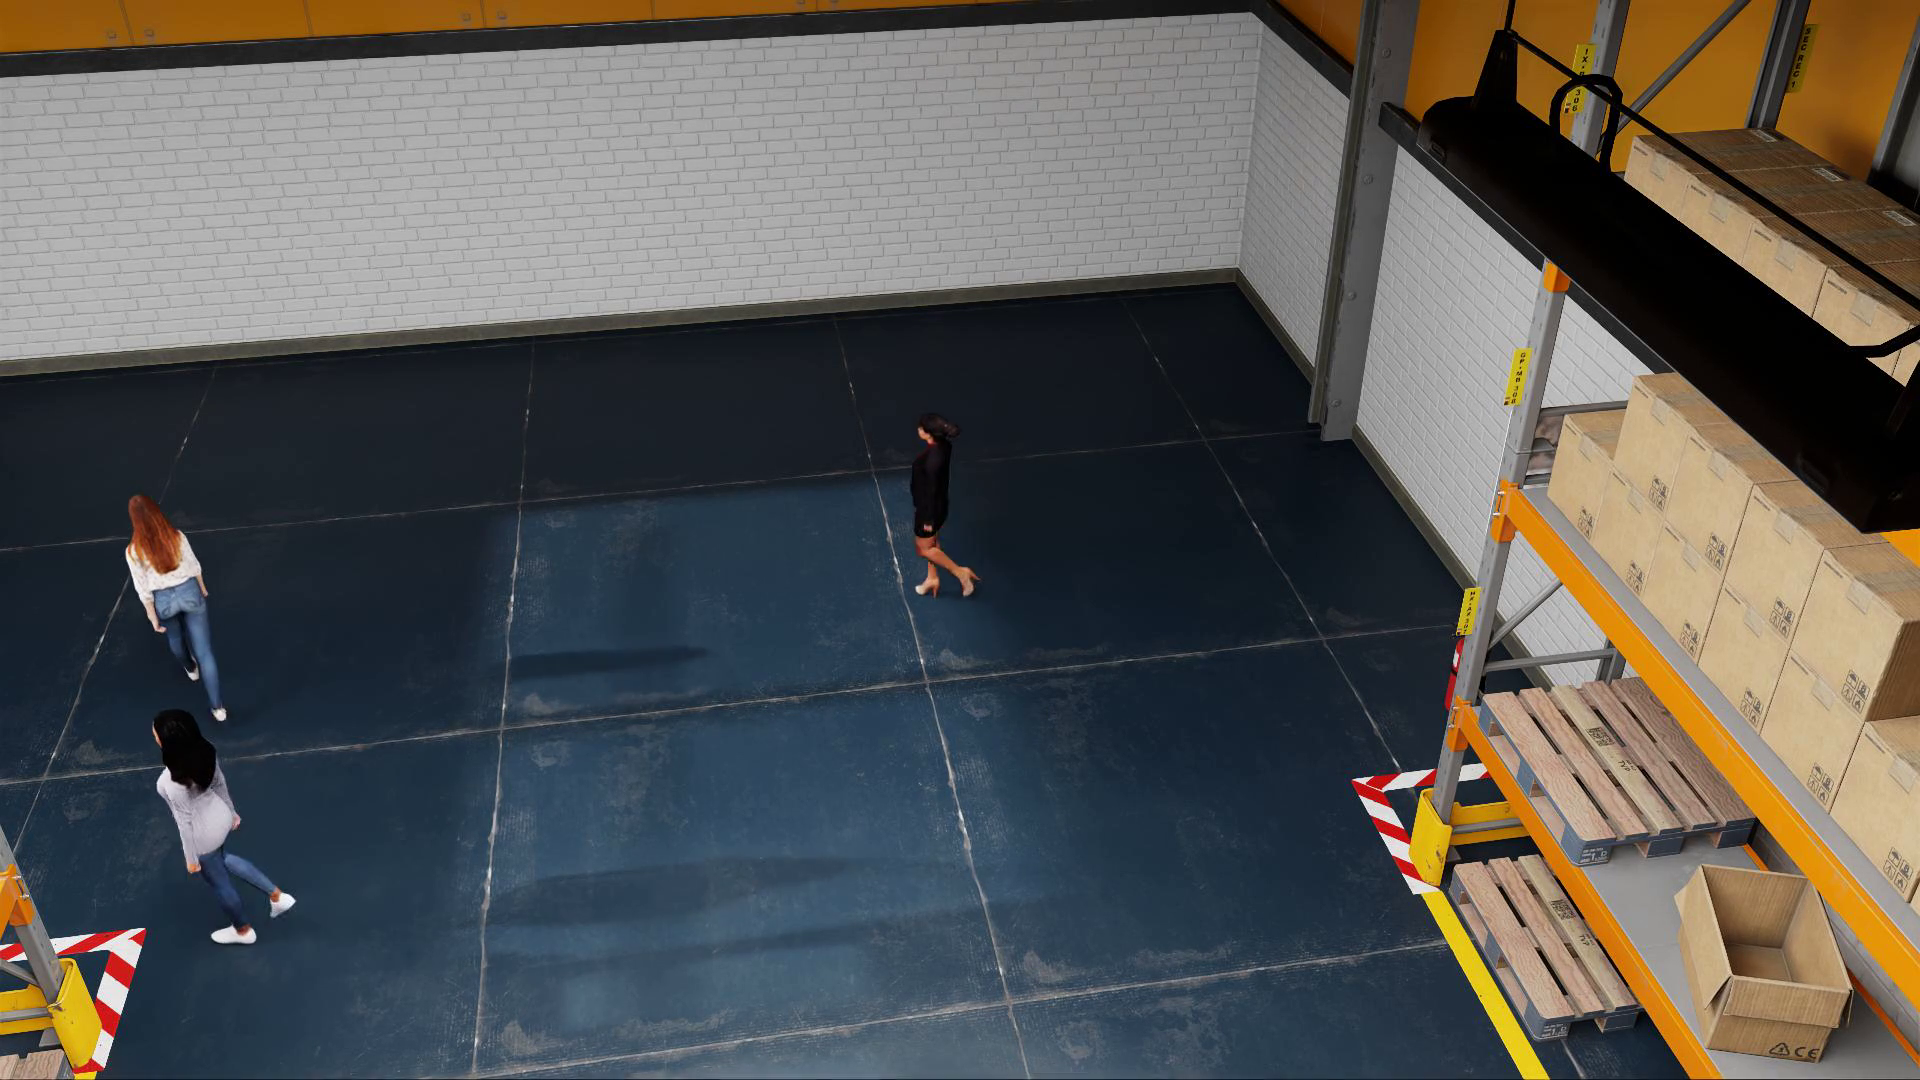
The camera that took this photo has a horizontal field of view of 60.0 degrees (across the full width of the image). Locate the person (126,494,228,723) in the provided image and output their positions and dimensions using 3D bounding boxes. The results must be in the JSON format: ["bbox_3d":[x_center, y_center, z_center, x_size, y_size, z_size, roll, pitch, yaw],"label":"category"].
[{"bbox_3d":[-5.291,0.476,11.312,0.790,1.690,1.186,-16,37,-22],"label":"person"}]

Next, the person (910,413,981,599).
[{"bbox_3d":[-0.137,-0.195,12.381,0.807,1.625,0.805,8,35,12],"label":"person"}]

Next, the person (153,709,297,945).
[{"bbox_3d":[-4.187,1.675,9.479,0.738,1.722,0.738,1,34,1],"label":"person"}]
